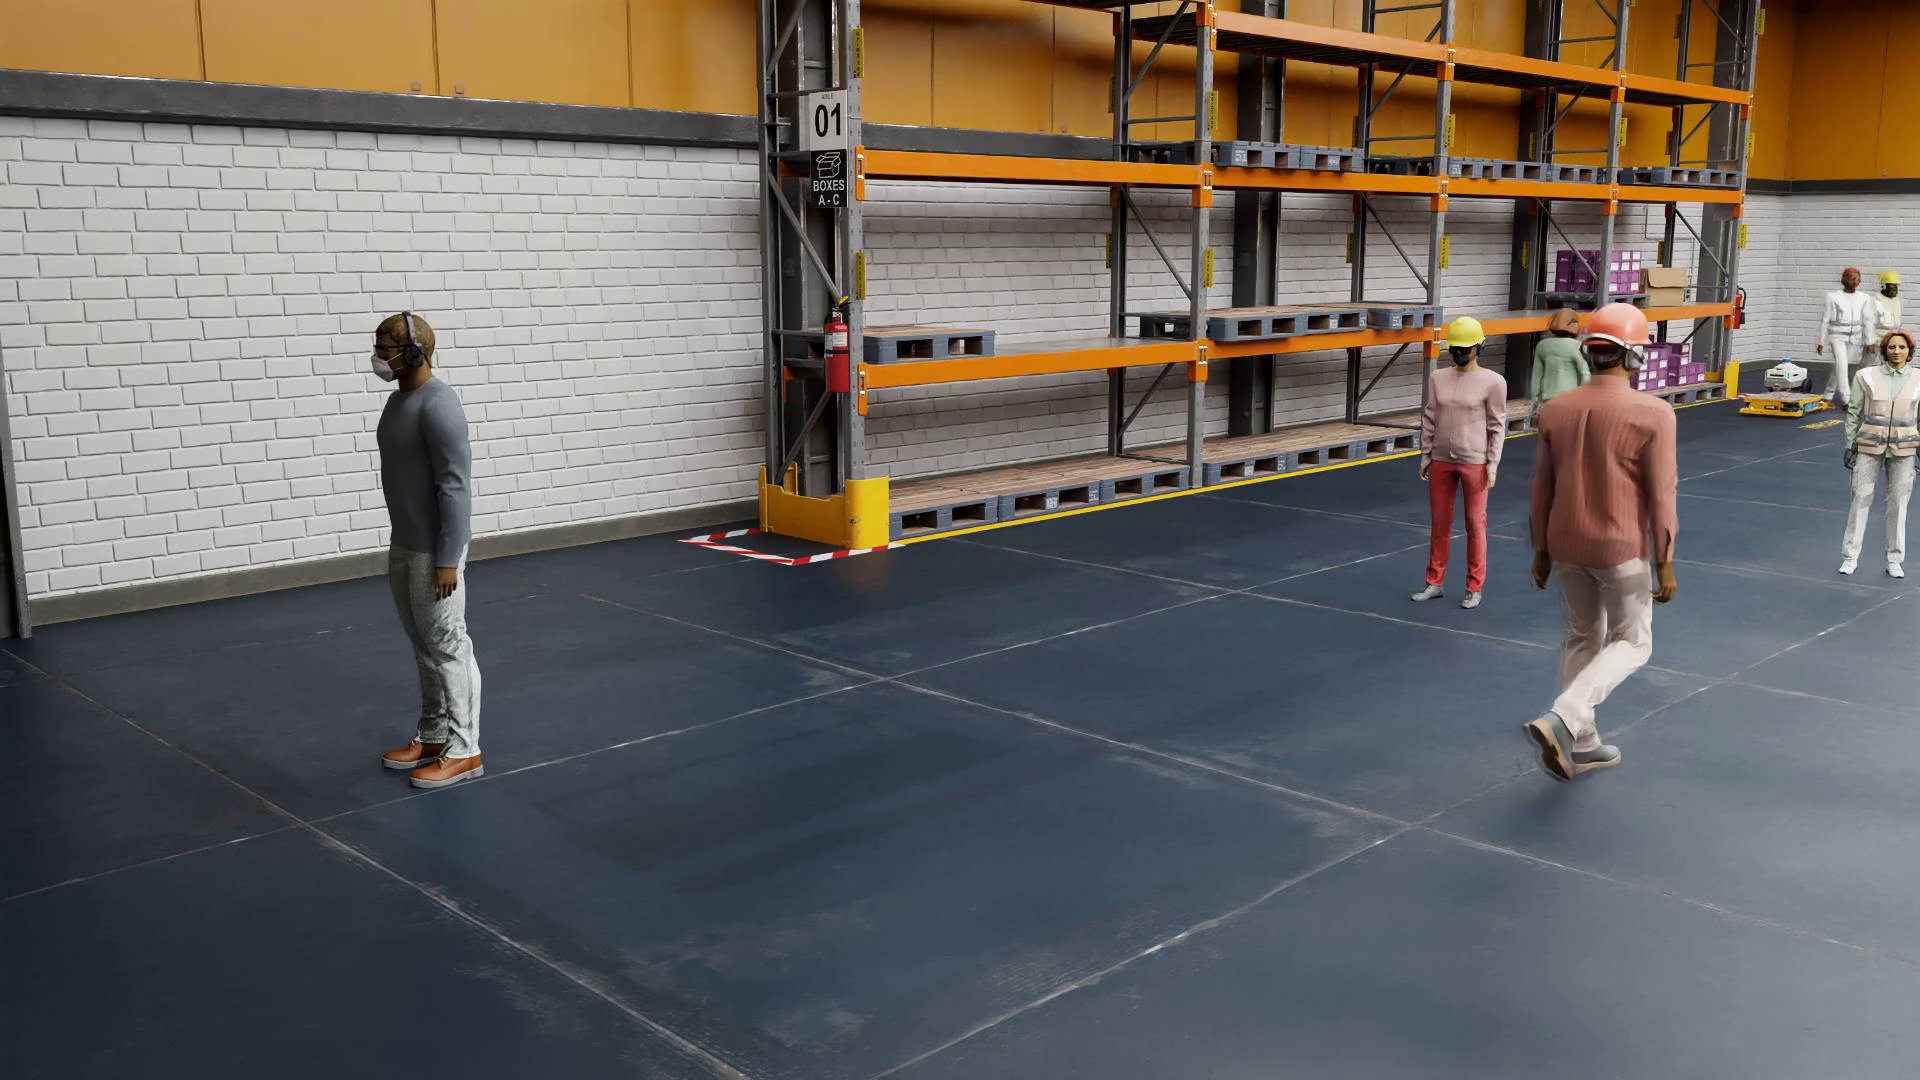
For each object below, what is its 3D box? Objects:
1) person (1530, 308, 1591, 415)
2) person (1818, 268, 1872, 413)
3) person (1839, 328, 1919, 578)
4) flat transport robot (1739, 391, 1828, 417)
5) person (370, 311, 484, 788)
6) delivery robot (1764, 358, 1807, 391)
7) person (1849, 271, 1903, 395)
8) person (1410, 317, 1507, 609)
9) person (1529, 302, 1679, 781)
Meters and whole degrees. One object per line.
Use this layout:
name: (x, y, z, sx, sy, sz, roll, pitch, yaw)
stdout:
person: (5.253, -1.203, 14.468, 0.508, 1.618, 0.506, -6, 12, -29)
person: (11.302, -2.550, 21.230, 0.595, 1.835, 0.979, -1, 10, -3)
person: (6.100, -0.571, 10.948, 0.514, 1.642, 0.310, 5, 12, 25)
flat transport robot: (10.379, -1.717, 20.934, 0.652, 0.197, 1.431, 9, 14, 40)
person: (-2.191, 0.037, 6.818, 0.355, 1.938, 0.636, -8, 13, -36)
delivery robot: (11.327, -2.249, 22.807, 0.707, 0.478, 0.477, -10, 14, -44)
person: (12.125, -2.649, 21.915, 0.597, 1.792, 0.956, -2, 11, -13)
person: (3.016, -0.465, 10.053, 0.522, 1.761, 0.321, 9, 14, 42)
person: (2.556, 0.032, 6.746, 0.634, 1.974, 0.630, -6, 12, -31)
